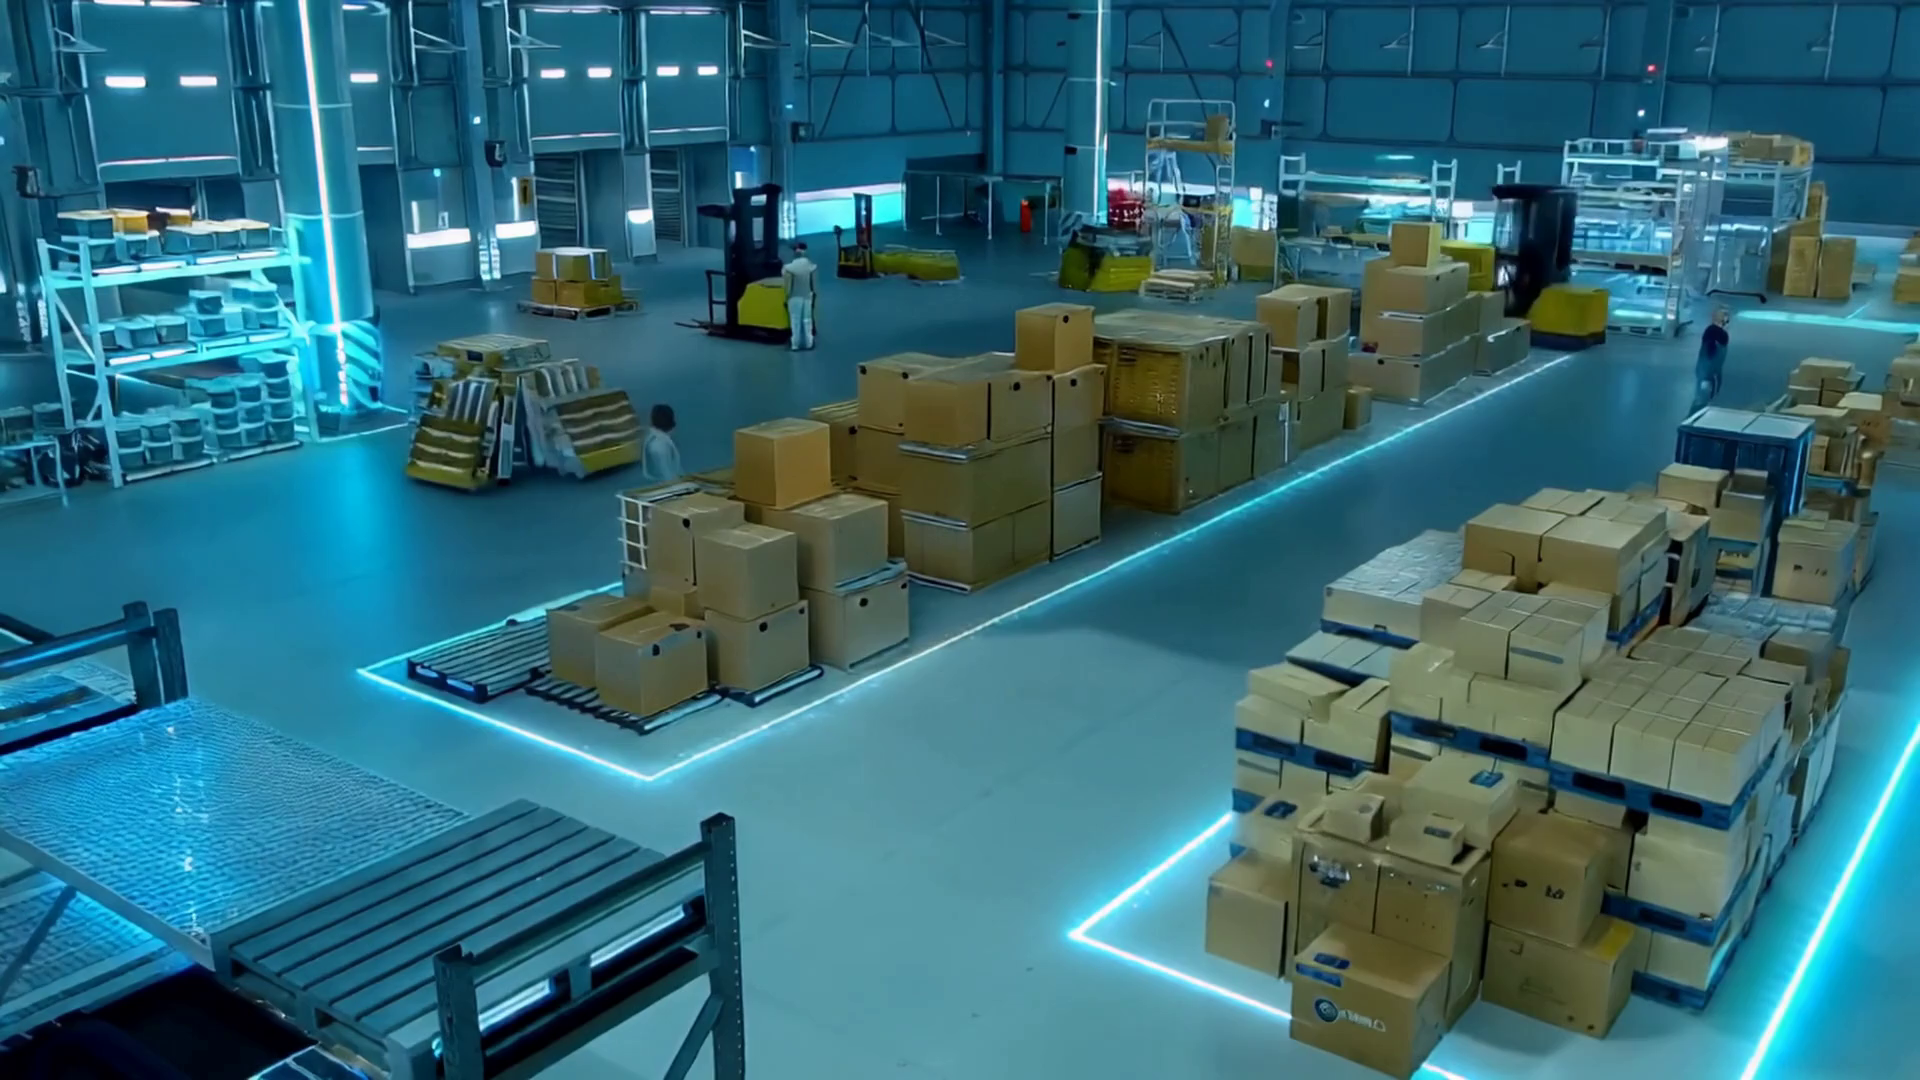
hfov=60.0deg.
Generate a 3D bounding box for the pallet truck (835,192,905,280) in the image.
[{"bbox_3d":[-1.936,-7.159,38.982,1.885,1.965,0.823,-12,21,-34],"label":"pallet truck"}]

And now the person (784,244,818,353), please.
[{"bbox_3d":[-2.830,-4.307,29.670,0.635,1.927,0.372,-8,19,-25],"label":"person"}]

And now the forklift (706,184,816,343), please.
[{"bbox_3d":[-3.717,-5.181,30.929,1.873,2.768,1.129,12,21,35],"label":"forklift"}]

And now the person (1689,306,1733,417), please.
[{"bbox_3d":[10.343,-2.268,22.913,0.378,1.930,0.625,14,22,40],"label":"person"}]

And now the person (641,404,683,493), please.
[{"bbox_3d":[-3.131,-0.528,17.378,0.887,1.809,0.627,-4,17,-13],"label":"person"}]

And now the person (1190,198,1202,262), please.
[{"bbox_3d":[5.729,-7.459,40.489,0.318,1.697,0.535,-2,17,-7],"label":"person"}]

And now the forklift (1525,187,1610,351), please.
[{"bbox_3d":[10.762,-4.964,30.212,1.129,2.768,1.873,-13,21,-37],"label":"forklift"}]
